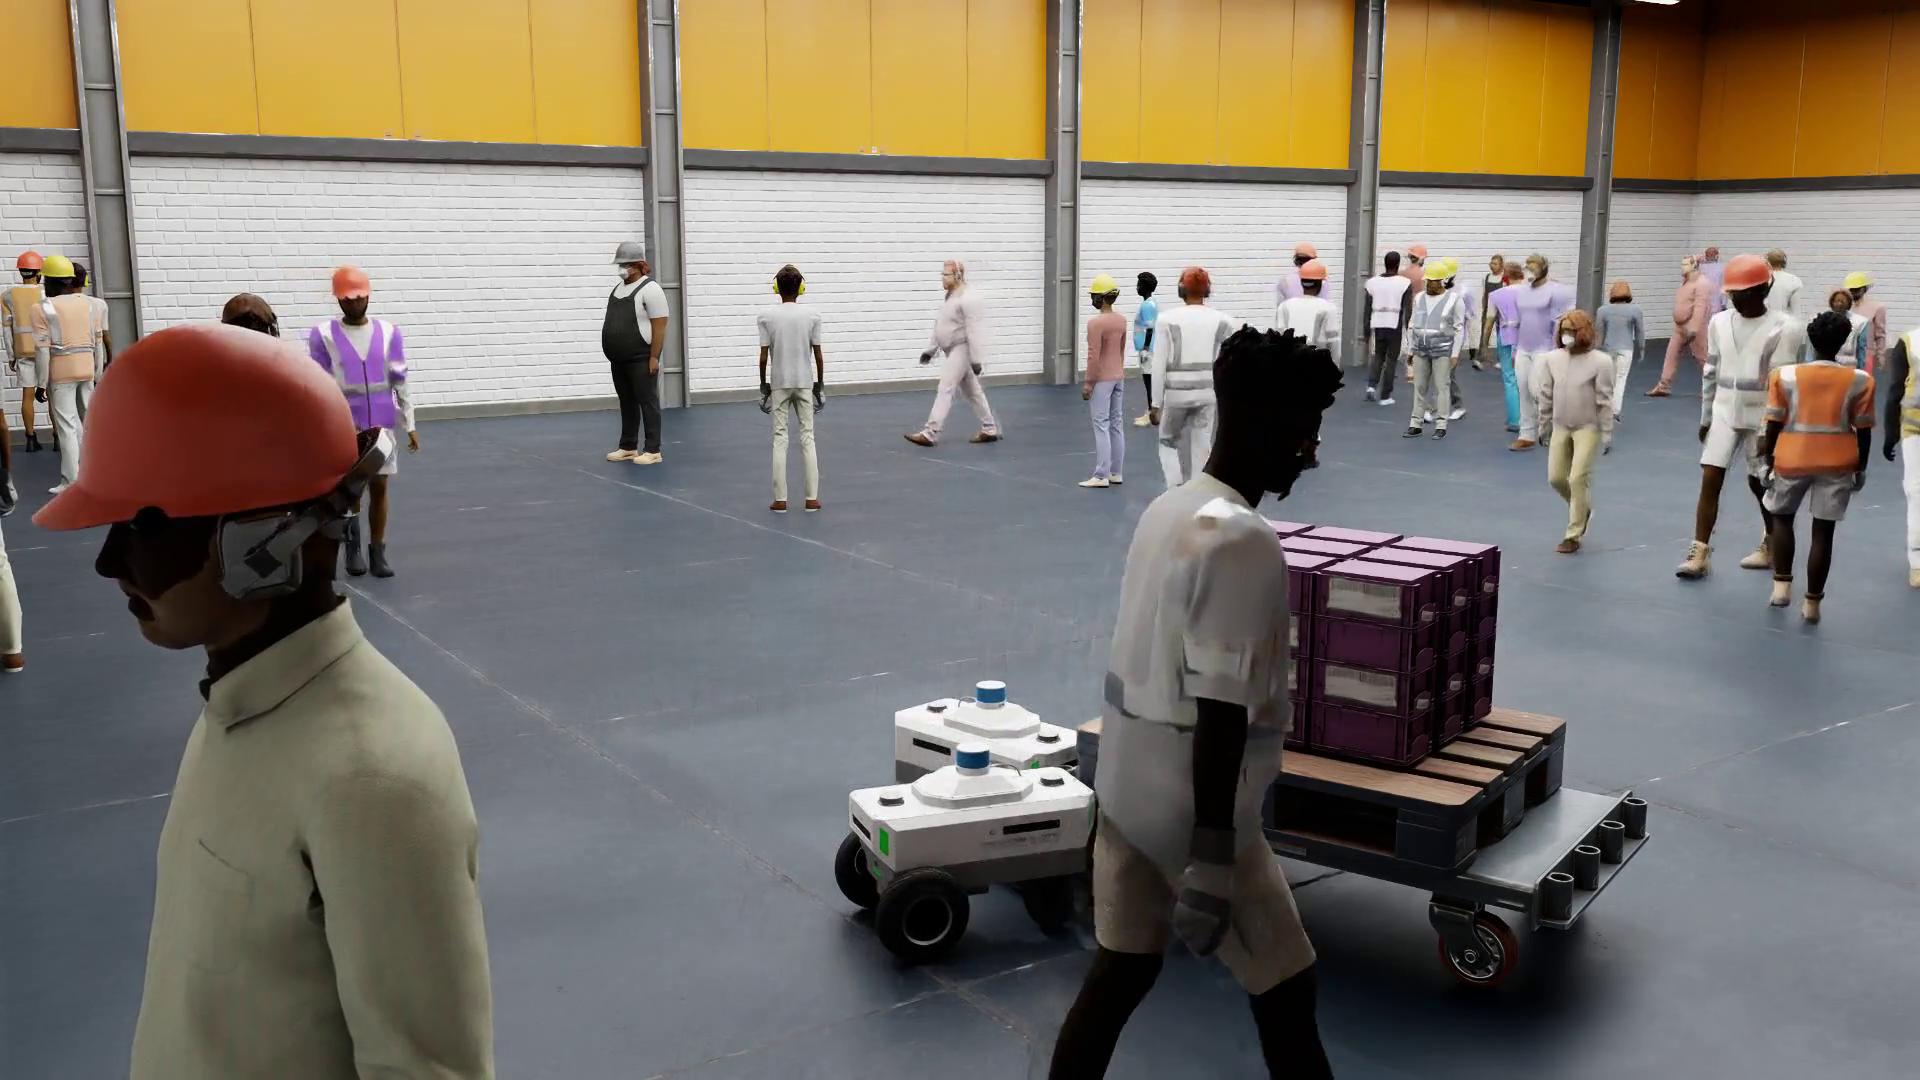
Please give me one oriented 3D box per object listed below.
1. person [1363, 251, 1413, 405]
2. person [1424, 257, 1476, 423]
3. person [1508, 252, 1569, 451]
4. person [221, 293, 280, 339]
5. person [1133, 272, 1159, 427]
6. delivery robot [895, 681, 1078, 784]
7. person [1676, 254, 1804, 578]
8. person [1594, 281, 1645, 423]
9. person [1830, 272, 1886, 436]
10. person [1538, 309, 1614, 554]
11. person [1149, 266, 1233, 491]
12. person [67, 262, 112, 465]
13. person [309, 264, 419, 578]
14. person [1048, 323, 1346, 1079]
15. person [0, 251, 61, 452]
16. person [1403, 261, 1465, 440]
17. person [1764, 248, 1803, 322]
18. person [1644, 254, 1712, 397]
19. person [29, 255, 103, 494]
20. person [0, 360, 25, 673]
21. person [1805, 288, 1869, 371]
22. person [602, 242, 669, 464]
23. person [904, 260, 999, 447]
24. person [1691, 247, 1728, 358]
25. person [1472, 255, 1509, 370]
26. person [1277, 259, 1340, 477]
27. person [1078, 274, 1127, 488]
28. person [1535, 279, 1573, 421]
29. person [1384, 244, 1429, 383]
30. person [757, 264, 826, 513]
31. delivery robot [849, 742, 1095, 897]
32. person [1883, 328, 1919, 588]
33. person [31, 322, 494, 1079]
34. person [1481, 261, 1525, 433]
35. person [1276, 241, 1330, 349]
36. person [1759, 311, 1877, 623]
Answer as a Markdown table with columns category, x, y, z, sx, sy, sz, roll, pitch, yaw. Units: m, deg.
| category | x | y | z | sx | sy | sz | roll | pitch | yaw |
| --- | --- | --- | --- | --- | --- | --- | --- | --- | --- |
| person | 5.315 | -2.620 | 20.622 | 0.594 | 1.899 | 0.444 | 8 | 13 | 38 |
| person | 5.479 | -2.239 | 18.674 | 0.989 | 1.856 | 0.601 | -9 | 14 | -40 |
| person | 5.610 | -1.813 | 16.128 | 0.511 | 1.928 | 0.650 | -5 | 12 | -27 |
| person | -2.947 | -0.112 | 7.032 | 0.622 | 1.845 | 0.430 | -3 | 11 | -17 |
| person | 2.055 | -2.095 | 18.301 | 0.317 | 1.695 | 0.540 | 2 | 10 | 9 |
| delivery robot | 0.105 | 0.727 | 5.707 | 0.707 | 0.478 | 0.477 | 10 | 14 | 43 |
| person | 4.818 | -0.753 | 10.184 | 0.958 | 1.986 | 0.639 | -7 | 13 | -36 |
| person | 7.448 | -2.126 | 18.800 | 0.524 | 1.577 | 0.906 | 5 | 12 | 27 |
| person | 9.205 | -1.891 | 17.121 | 0.562 | 1.703 | 0.936 | 8 | 13 | 37 |
| person | 4.113 | -0.727 | 11.033 | 0.516 | 1.610 | 0.541 | -9 | 13 | -39 |
| person | 1.620 | -0.990 | 11.760 | 0.614 | 1.868 | 0.453 | -1 | 10 | -8 |
| person | -7.699 | -1.507 | 14.627 | 0.332 | 1.864 | 0.508 | 9 | 14 | 40 |
| person | -3.608 | -0.703 | 10.085 | 0.553 | 1.917 | 0.417 | -7 | 13 | -35 |
| person | 0.568 | 0.533 | 3.337 | 1.003 | 1.897 | 0.675 | -2 | 11 | -11 |
| person | -8.936 | -1.818 | 16.120 | 0.552 | 1.935 | 0.369 | -2 | 10 | -10 |
| person | 4.866 | -1.944 | 17.125 | 0.586 | 1.824 | 0.404 | 9 | 14 | 40 |
| person | 9.555 | -2.459 | 19.632 | 0.632 | 1.938 | 0.359 | 5 | 11 | 25 |
| person | 9.493 | -2.770 | 21.563 | 0.986 | 1.866 | 0.676 | -1 | 10 | -5 |
| person | -7.215 | -1.330 | 13.467 | 0.359 | 1.930 | 0.588 | 5 | 11 | 26 |
| person | -4.722 | -0.263 | 7.807 | 0.517 | 1.864 | 0.334 | -10 | 14 | -44 |
| person | 8.226 | -1.557 | 15.625 | 0.525 | 1.592 | 0.857 | 4 | 11 | 22 |
| person | -3.026 | -1.716 | 15.277 | 0.688 | 2.000 | 0.539 | 9 | 14 | 41 |
| person | -0.052 | -1.851 | 16.565 | 1.032 | 1.848 | 0.649 | -3 | 11 | -15 |
| person | 12.788 | -4.044 | 28.405 | 0.638 | 1.911 | 0.402 | 10 | 14 | 43 |
| person | 8.362 | -3.549 | 26.011 | 0.529 | 1.793 | 0.958 | 9 | 14 | 42 |
| person | 3.010 | -1.501 | 14.539 | 0.560 | 1.894 | 0.991 | 7 | 12 | 32 |
| person | 1.193 | -1.315 | 13.836 | 0.308 | 1.769 | 0.524 | 7 | 13 | 35 |
| person | 6.494 | -2.069 | 18.394 | 0.517 | 1.599 | 0.755 | 7 | 13 | 34 |
| person | 6.442 | -3.222 | 23.732 | 0.513 | 1.978 | 0.617 | -4 | 11 | -20 |
| person | -1.271 | -1.137 | 12.572 | 0.512 | 1.872 | 0.328 | -2 | 10 | -9 |
| delivery robot | 0.040 | 0.854 | 5.012 | 0.707 | 0.478 | 0.477 | -4 | 11 | -20 |
| person | 5.979 | -0.652 | 10.129 | 0.634 | 1.809 | 0.914 | 4 | 11 | 19 |
| person | -0.712 | 0.762 | 1.827 | 0.398 | 1.990 | 0.622 | -7 | 13 | -35 |
| person | 5.922 | -2.081 | 17.918 | 0.595 | 1.804 | 0.847 | 0 | 10 | -3 |
| person | 3.865 | -2.339 | 18.725 | 0.637 | 2.026 | 0.421 | 6 | 12 | 29 |
| person | 4.652 | -0.399 | 9.045 | 0.551 | 1.675 | 0.515 | 5 | 11 | 24 |
